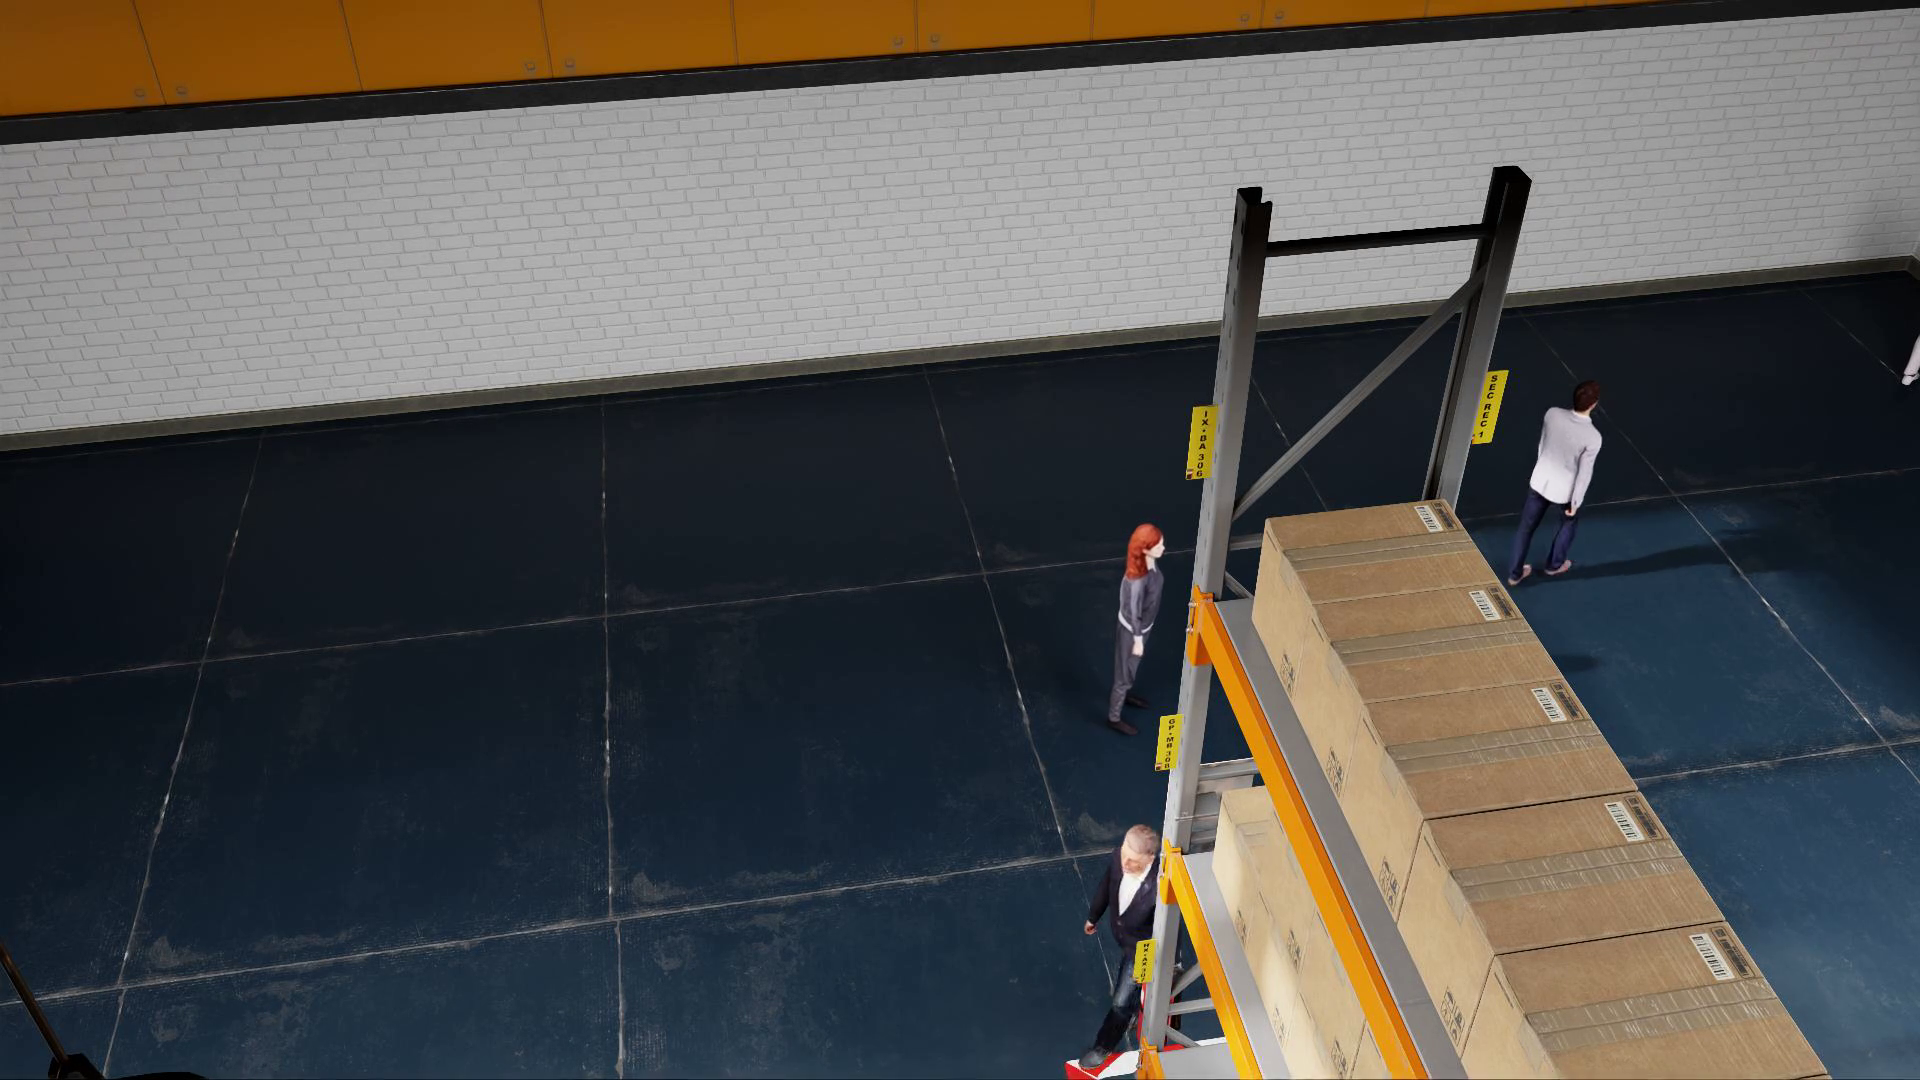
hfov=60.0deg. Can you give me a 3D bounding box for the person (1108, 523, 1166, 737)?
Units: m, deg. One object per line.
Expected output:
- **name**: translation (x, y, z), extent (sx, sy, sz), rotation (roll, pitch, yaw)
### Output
- **person**: translation (1.218, 0.600, 11.526), extent (0.698, 1.777, 0.580), rotation (12, 40, 15)

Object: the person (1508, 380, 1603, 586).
- **person**: translation (4.498, -0.383, 12.715), extent (0.944, 1.828, 0.899), rotation (-30, 47, -32)

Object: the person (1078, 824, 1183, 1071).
- **person**: translation (1.089, 2.212, 9.493), extent (1.013, 1.793, 1.008), rotation (-23, 44, -26)
